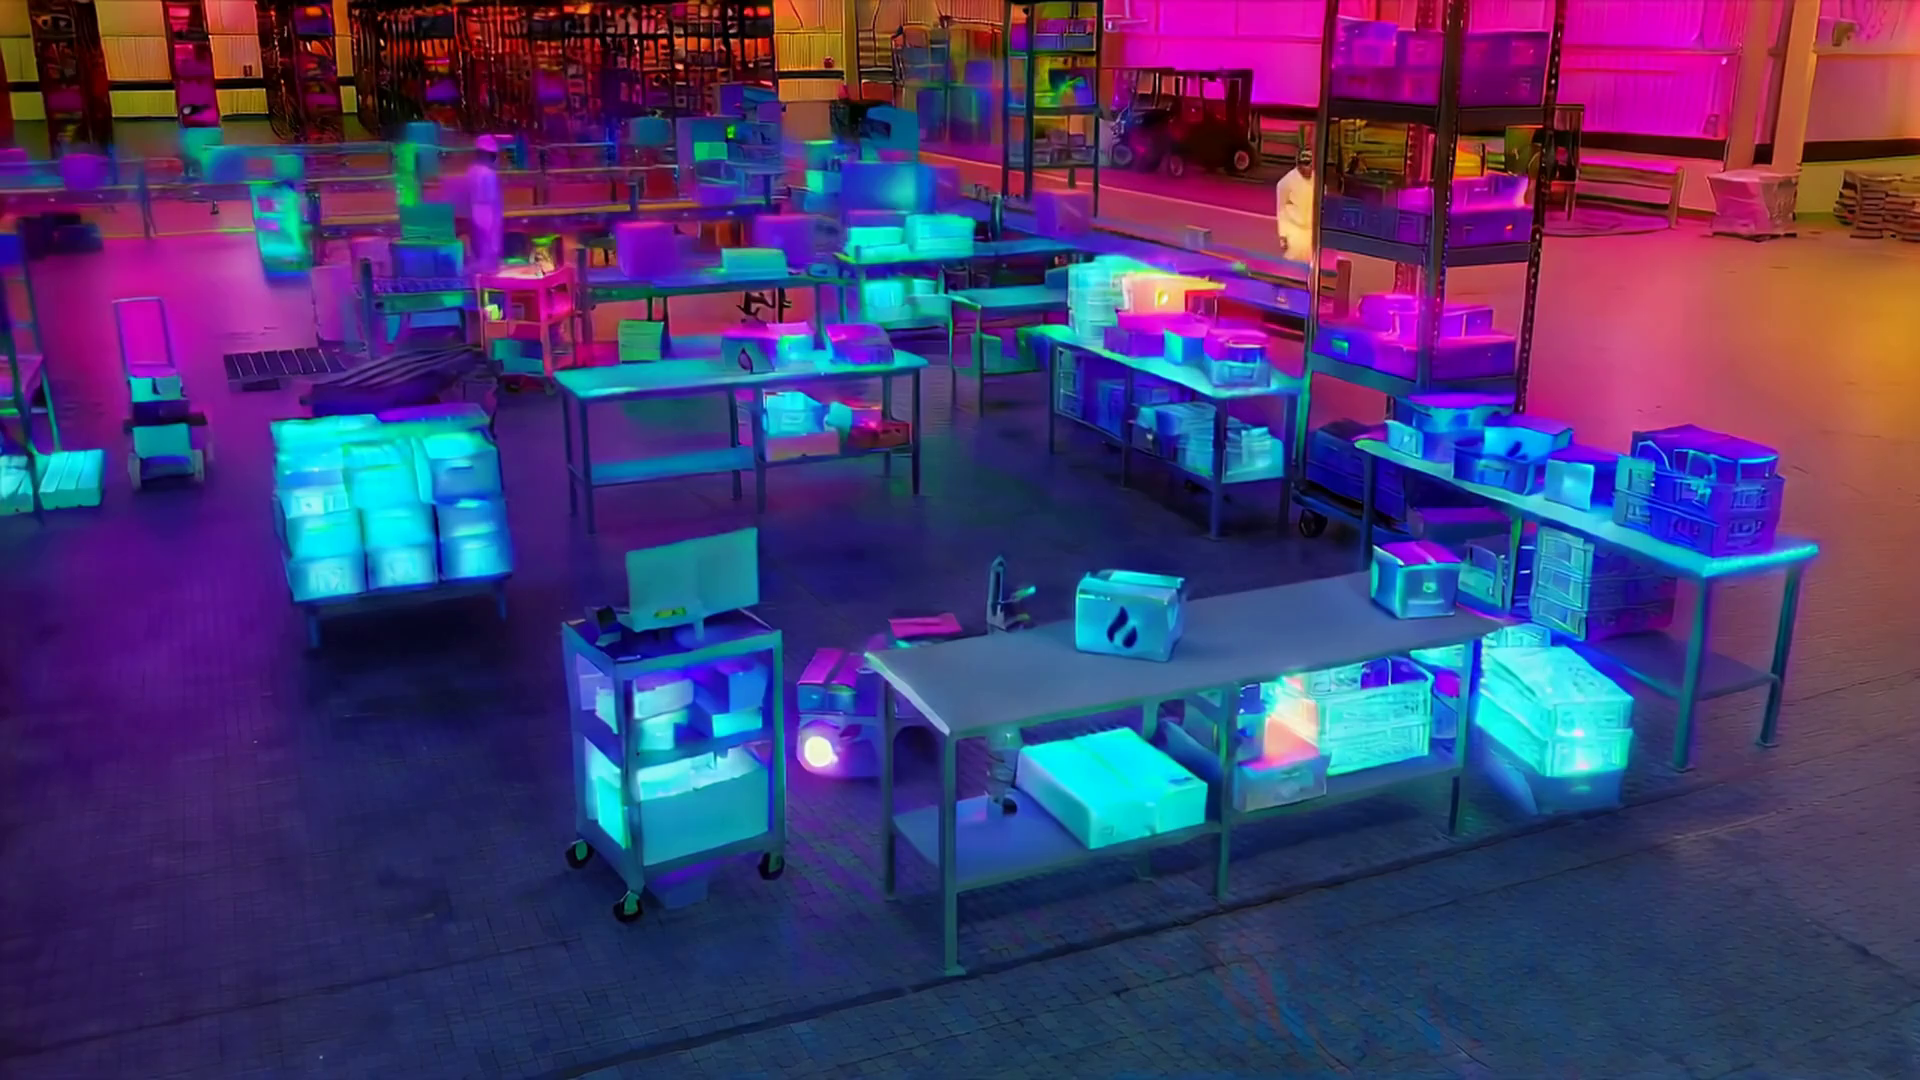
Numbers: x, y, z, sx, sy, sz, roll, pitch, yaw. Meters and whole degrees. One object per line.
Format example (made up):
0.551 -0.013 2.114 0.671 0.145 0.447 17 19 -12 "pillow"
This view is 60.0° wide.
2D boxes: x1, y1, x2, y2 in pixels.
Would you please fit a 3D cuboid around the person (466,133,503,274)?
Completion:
-5.520 -3.696 19.359 0.501 2.028 0.641 -14 22 -37 "person"

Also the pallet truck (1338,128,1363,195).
7.845 -7.140 31.411 1.522 1.261 0.704 -9 20 -25 "pallet truck"

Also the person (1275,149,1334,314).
3.966 -3.547 19.174 0.669 1.854 0.988 -6 19 -18 "person"

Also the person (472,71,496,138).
-12.977 -11.874 45.441 0.739 1.824 0.580 -5 18 -15 "person"

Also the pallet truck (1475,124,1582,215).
9.707 -6.455 28.103 1.885 1.965 0.823 -7 19 -20 "pallet truck"

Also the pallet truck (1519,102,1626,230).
9.972 -6.037 26.785 1.885 1.965 0.823 -9 20 -25 "pallet truck"

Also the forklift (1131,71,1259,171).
4.998 -8.936 35.413 2.680 1.987 1.157 -9 20 -25 "forklift"

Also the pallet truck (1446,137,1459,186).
9.184 -6.485 29.328 1.630 1.274 0.653 -8 19 -23 "pallet truck"

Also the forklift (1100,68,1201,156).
4.082 -9.564 37.410 2.680 1.987 1.157 -8 19 -23 "forklift"

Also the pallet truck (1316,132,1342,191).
7.723 -7.504 32.656 1.601 1.201 0.680 -8 19 -23 "pallet truck"
